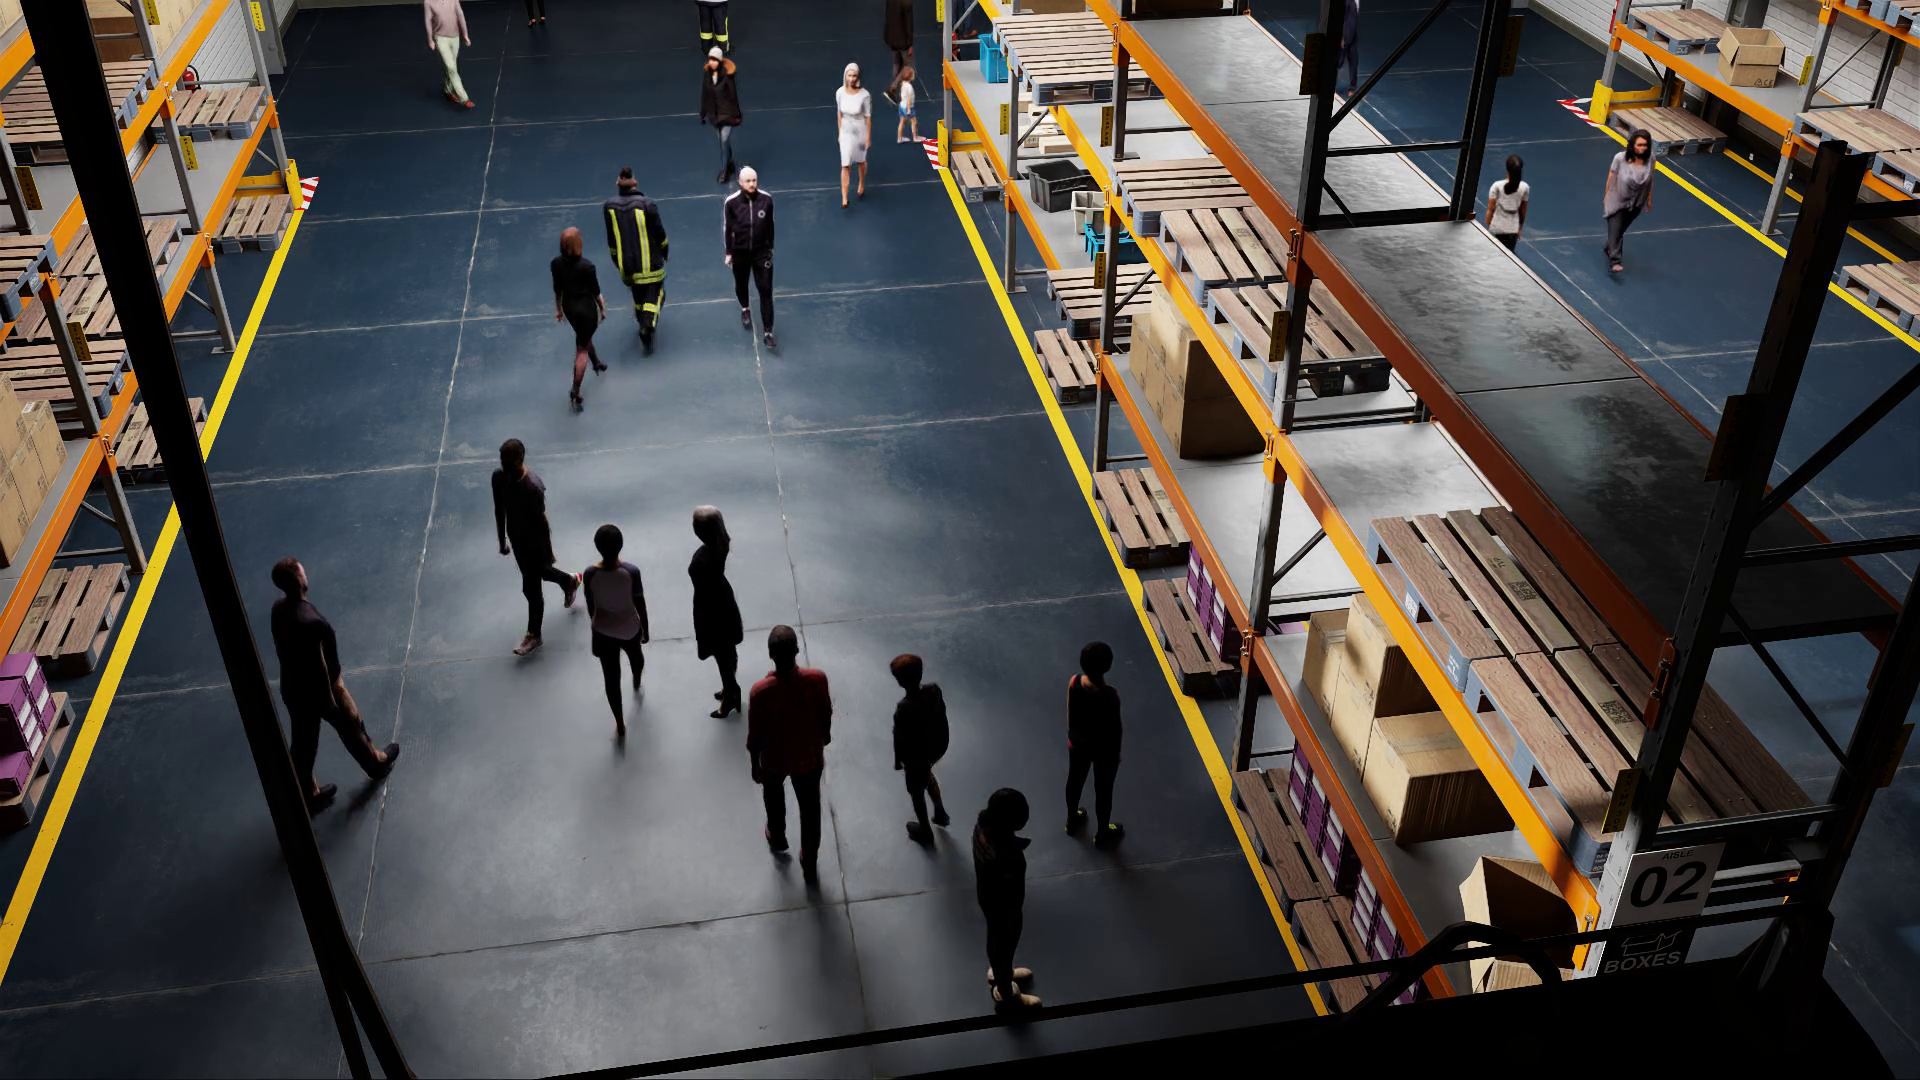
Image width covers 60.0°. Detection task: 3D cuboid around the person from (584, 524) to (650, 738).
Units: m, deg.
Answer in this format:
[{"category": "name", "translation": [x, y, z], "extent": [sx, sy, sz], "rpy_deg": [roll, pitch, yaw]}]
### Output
[{"category": "person", "translation": [-2.404, 0.653, 11.660], "extent": [0.594, 1.519, 1.036], "rpy_deg": [-6, 34, -8]}]

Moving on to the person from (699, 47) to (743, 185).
[{"category": "person", "translation": [-2.895, -5.263, 20.473], "extent": [0.860, 1.617, 0.942], "rpy_deg": [14, 36, 20]}]

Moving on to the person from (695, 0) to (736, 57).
[{"category": "person", "translation": [-3.678, -8.177, 24.526], "extent": [0.866, 1.982, 0.841], "rpy_deg": [10, 35, 15]}]

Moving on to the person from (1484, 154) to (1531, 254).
[{"category": "person", "translation": [5.672, -3.183, 17.339], "extent": [0.711, 1.621, 1.042], "rpy_deg": [1, 34, 2]}]

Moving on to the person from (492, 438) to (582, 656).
[{"category": "person", "translation": [-3.176, -0.028, 12.486], "extent": [1.072, 1.738, 1.148], "rpy_deg": [20, 38, 27]}]

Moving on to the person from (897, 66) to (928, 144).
[{"category": "person", "translation": [-0.733, -5.633, 21.580], "extent": [0.537, 1.007, 0.554], "rpy_deg": [-11, 35, -16]}]

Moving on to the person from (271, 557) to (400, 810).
[{"category": "person", "translation": [-4.299, 1.004, 10.888], "extent": [1.087, 1.790, 1.142], "rpy_deg": [28, 43, 35]}]

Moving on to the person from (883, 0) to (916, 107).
[{"category": "person", "translation": [-0.877, -6.728, 22.521], "extent": [0.932, 1.789, 0.974], "rpy_deg": [28, 43, 35]}]

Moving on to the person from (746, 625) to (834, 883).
[{"category": "person", "translation": [-1.008, 1.383, 10.300], "extent": [0.727, 1.809, 0.785], "rpy_deg": [-7, 34, -11]}]

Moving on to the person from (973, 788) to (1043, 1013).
[{"category": "person", "translation": [0.216, 2.057, 9.420], "extent": [0.653, 1.661, 0.600], "rpy_deg": [9, 35, 13]}]

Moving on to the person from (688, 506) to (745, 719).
[{"category": "person", "translation": [-1.719, 0.499, 11.686], "extent": [0.707, 1.746, 0.563], "rpy_deg": [1, 34, 1]}]

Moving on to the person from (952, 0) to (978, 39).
[{"category": "person", "translation": [0.006, -8.614, 25.297], "extent": [0.752, 1.856, 0.754], "rpy_deg": [11, 35, 17]}]

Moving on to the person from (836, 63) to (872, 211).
[{"category": "person", "translation": [-1.233, -4.813, 19.723], "extent": [0.769, 1.698, 1.135], "rpy_deg": [4, 34, 5]}]

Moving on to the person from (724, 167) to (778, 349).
[{"category": "person", "translation": [-2.138, -2.899, 16.765], "extent": [0.721, 1.783, 1.207], "rpy_deg": [-8, 34, -11]}]

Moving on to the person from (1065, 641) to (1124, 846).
[{"category": "person", "translation": [0.856, 1.290, 10.672], "extent": [0.616, 1.552, 0.678], "rpy_deg": [22, 39, 29]}]

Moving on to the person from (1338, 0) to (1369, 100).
[{"category": "person", "translation": [5.257, -6.949, 22.933], "extent": [1.143, 1.700, 1.070], "rpy_deg": [23, 40, 30]}]

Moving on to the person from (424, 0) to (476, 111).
[{"category": "person", "translation": [-7.003, -6.797, 22.596], "extent": [1.083, 1.821, 1.286], "rpy_deg": [-27, 42, -34]}]

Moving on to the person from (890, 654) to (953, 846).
[{"category": "person", "translation": [-0.205, 1.373, 10.656], "extent": [0.705, 1.433, 0.765], "rpy_deg": [-22, 40, -30]}]

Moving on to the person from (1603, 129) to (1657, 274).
[{"category": "person", "translation": [7.301, -3.766, 18.272], "extent": [0.700, 1.559, 1.041], "rpy_deg": [-2, 34, -3]}]

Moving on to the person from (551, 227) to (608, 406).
[{"category": "person", "translation": [-3.600, -2.066, 15.628], "extent": [0.911, 1.654, 1.165], "rpy_deg": [9, 35, 13]}]

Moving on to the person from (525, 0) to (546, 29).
[{"category": "person", "translation": [-6.676, -8.827, 25.726], "extent": [0.629, 1.737, 0.634], "rpy_deg": [-23, 40, -31]}]

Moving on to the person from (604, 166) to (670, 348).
[{"category": "person", "translation": [-3.209, -2.827, 16.610], "extent": [0.968, 1.837, 1.142], "rpy_deg": [6, 34, 9]}]
